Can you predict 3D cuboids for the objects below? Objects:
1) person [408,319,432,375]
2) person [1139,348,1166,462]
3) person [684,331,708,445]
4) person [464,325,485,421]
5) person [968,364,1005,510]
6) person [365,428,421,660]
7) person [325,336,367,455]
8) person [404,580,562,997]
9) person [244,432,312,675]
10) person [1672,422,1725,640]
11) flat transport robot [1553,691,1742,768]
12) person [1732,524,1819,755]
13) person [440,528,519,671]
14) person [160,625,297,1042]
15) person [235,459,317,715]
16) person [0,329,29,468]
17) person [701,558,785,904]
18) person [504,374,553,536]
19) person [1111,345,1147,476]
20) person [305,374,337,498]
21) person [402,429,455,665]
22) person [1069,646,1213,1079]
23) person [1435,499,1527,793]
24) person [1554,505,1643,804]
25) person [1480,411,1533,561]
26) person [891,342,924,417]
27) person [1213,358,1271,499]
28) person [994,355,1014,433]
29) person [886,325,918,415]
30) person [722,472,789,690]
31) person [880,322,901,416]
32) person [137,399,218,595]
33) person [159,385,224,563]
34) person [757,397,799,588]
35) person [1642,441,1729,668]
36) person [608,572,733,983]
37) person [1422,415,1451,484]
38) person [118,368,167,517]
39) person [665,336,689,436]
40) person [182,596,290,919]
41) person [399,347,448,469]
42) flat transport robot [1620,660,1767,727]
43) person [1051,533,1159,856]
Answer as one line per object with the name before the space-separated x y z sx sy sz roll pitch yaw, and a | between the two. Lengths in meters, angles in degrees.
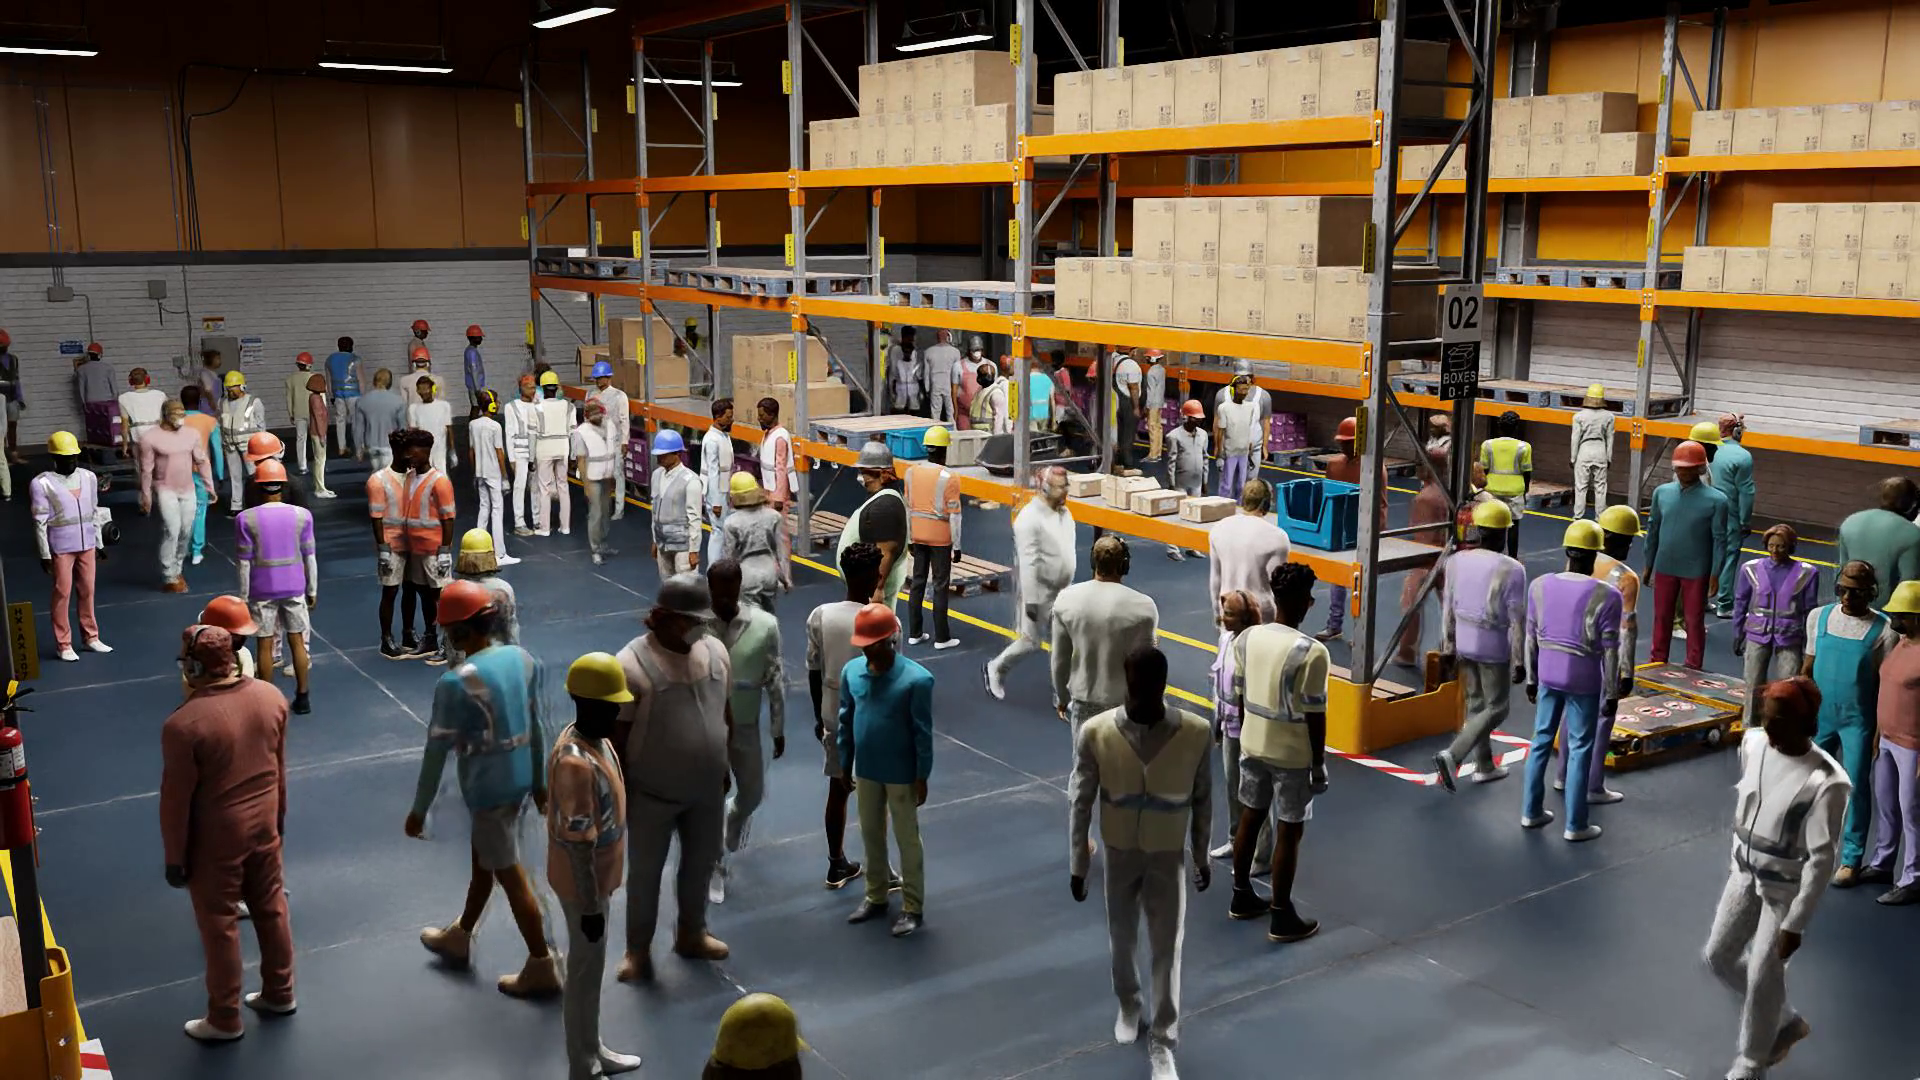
person | -8.972 -2.679 27.713 0.406 1.986 0.612 0 11 1
person | 2.908 -2.054 25.093 0.322 1.755 0.563 5 12 24
person | -4.234 -2.440 26.844 0.558 1.851 0.512 7 13 31
person | -7.839 -2.513 26.979 0.356 1.936 0.551 -4 12 -20
person | 0.330 -1.314 21.091 0.429 1.844 0.627 -5 12 -23
person | -4.668 0.031 13.950 0.416 1.949 0.601 6 13 28
person | -9.502 -2.241 25.839 0.631 1.840 0.428 2 11 12
person | -2.334 1.179 7.930 1.005 1.989 0.642 4 12 22
person | -5.534 0.108 13.440 0.610 1.986 0.392 4 12 20
person | 6.432 -0.083 14.594 0.395 1.919 0.588 10 15 41
flat transport robot | 4.819 1.310 11.692 1.431 0.197 0.652 -6 13 -29
person | 5.558 0.690 11.372 0.527 1.630 0.320 7 13 32
person | -3.030 0.786 10.597 0.484 1.742 0.305 1 11 3
person | -3.317 1.309 7.513 0.402 1.903 0.646 5 12 26
person | -5.051 0.361 12.309 0.553 1.924 0.391 -7 13 -33
person | -14.067 -2.082 24.509 0.395 2.039 0.614 4 12 18
person | -1.282 0.993 9.161 0.635 1.892 0.648 -2 11 -10
person | -5.019 -0.991 19.343 0.354 1.880 0.577 9 14 38
person | 2.418 -1.958 23.875 0.535 2.000 0.681 -5 12 -23
person | -8.431 -1.372 21.920 0.276 1.632 0.507 -5 12 -25
person | -4.415 0.051 13.781 0.616 1.963 0.361 10 15 41
person | 0.778 1.390 7.161 0.622 1.875 0.947 1 11 7
person | 3.333 0.686 10.679 0.715 1.911 0.597 -7 13 -30
person | 4.049 0.722 10.496 0.399 1.913 0.591 -4 12 -20
person | 5.660 -0.497 17.282 0.535 1.697 0.318 6 13 29
person | -0.846 -2.346 26.807 0.540 1.665 0.611 0 11 2
person | 3.313 -1.128 19.624 0.673 2.000 0.536 2 11 12
person | 0.565 -1.499 21.949 0.350 1.878 0.577 -1 11 -6
person | -0.953 -2.548 27.205 0.687 1.932 0.422 11 15 44
person | -1.636 0.307 13.094 0.511 1.708 0.664 -5 12 -25
person | -1.321 -3.116 30.355 0.403 1.826 0.592 -10 15 -43
person | -7.784 -0.450 16.486 0.664 1.909 0.642 7 13 33
person | -8.289 -0.726 17.975 0.626 1.875 0.809 -3 12 -16
person | -1.829 -0.478 16.649 0.399 1.906 0.603 -4 12 -17
person | 5.571 0.220 12.845 0.393 1.991 0.626 -9 14 -40
person | -1.377 1.125 8.092 0.706 2.000 0.535 -10 15 -41
person | 5.121 -0.516 17.622 0.519 1.607 0.565 -4 12 -21
person | -10.036 -1.201 20.519 0.563 1.838 0.391 -9 14 -38
person | -4.464 -2.278 26.088 0.430 1.822 0.671 4 12 22
person | -3.834 1.140 8.797 0.354 1.738 0.574 1 11 4
person | -7.030 -1.533 21.847 0.618 1.986 0.408 -4 12 -18
flat transport robot | 5.541 1.154 12.491 0.652 0.197 1.431 -6 13 -29
person | 0.829 0.916 9.424 0.636 1.938 0.355 5 12 25
